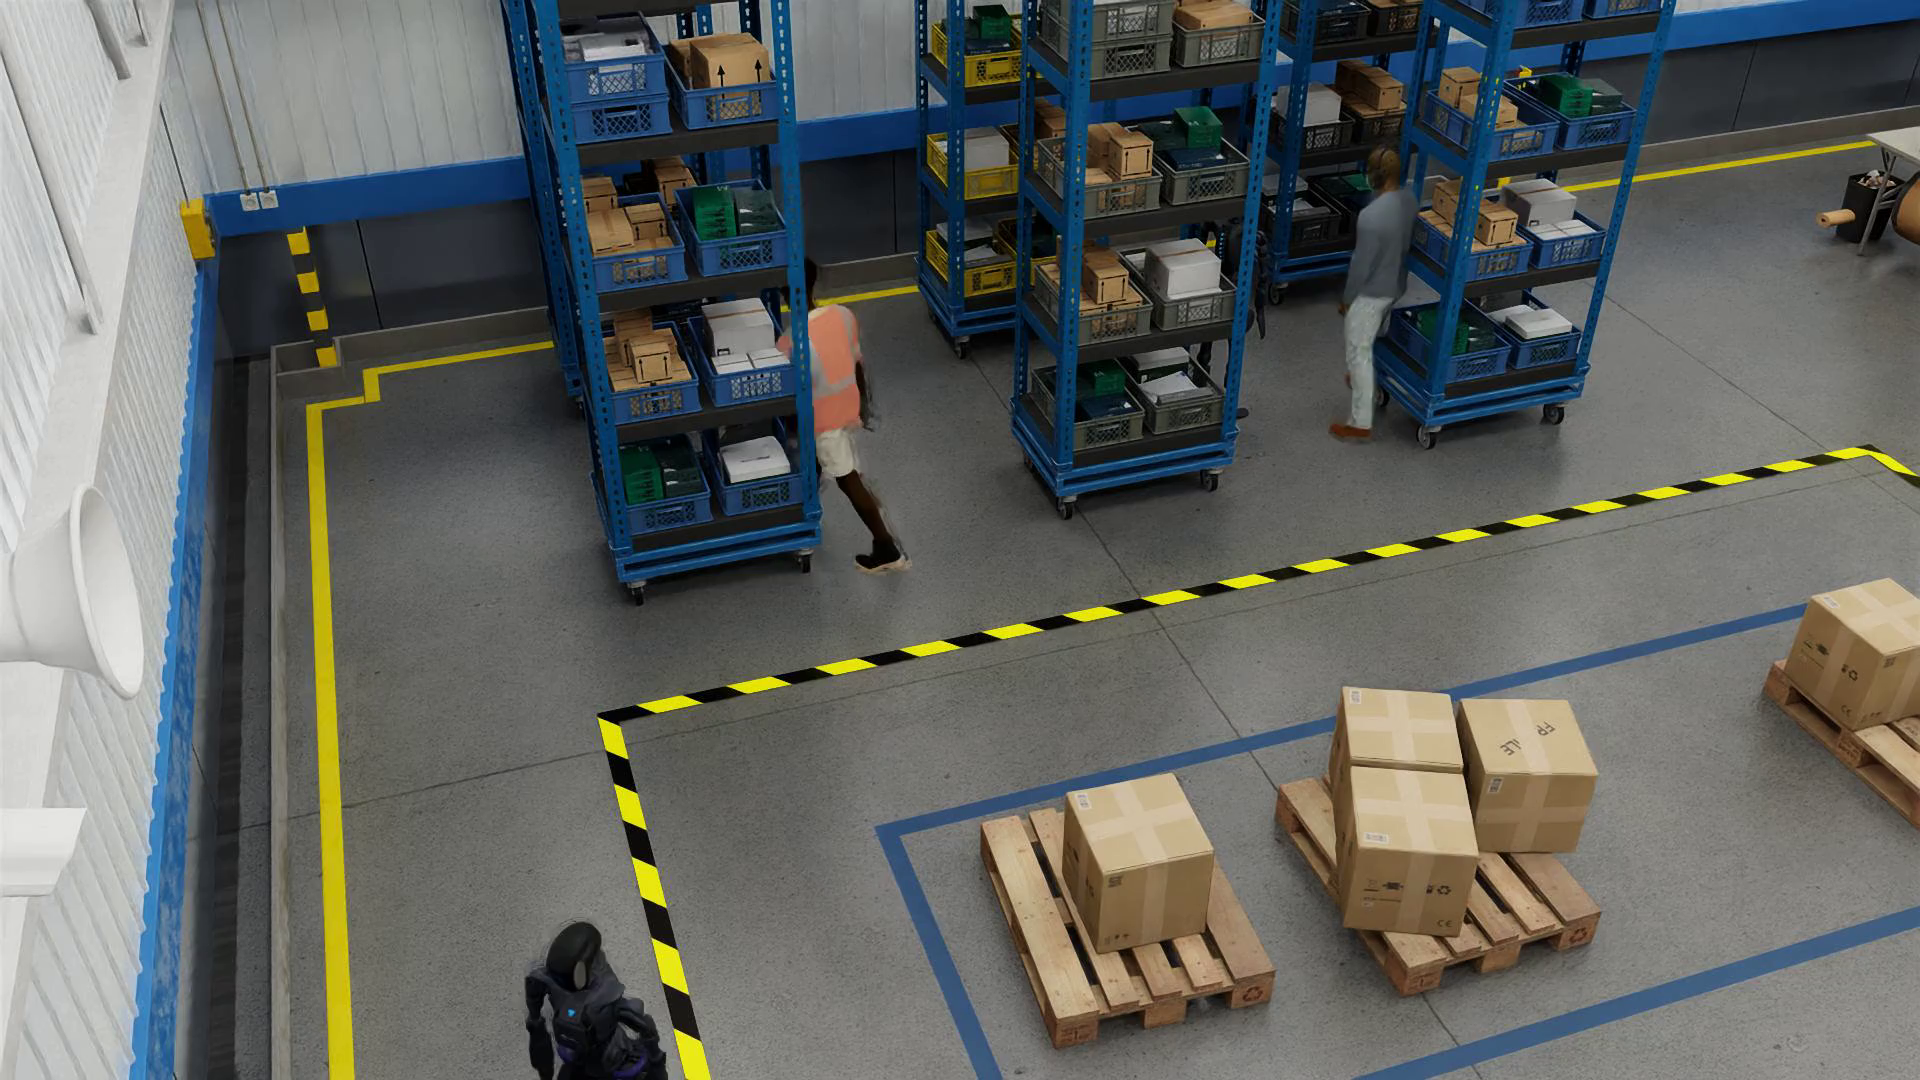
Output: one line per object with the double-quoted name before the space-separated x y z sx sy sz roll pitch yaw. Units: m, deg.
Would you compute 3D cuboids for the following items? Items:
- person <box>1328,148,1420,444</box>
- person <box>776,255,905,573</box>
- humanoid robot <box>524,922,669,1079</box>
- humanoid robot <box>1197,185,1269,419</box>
"person" 2.749 -1.643 10.990 0.560 1.890 0.803 25 42 31
"person" -0.768 -0.745 9.741 1.178 1.863 0.622 21 40 27
"humanoid robot" -1.280 1.950 6.072 0.588 1.638 0.391 11 37 15
"humanoid robot" 1.767 -1.587 11.072 0.599 1.655 0.315 26 43 32
